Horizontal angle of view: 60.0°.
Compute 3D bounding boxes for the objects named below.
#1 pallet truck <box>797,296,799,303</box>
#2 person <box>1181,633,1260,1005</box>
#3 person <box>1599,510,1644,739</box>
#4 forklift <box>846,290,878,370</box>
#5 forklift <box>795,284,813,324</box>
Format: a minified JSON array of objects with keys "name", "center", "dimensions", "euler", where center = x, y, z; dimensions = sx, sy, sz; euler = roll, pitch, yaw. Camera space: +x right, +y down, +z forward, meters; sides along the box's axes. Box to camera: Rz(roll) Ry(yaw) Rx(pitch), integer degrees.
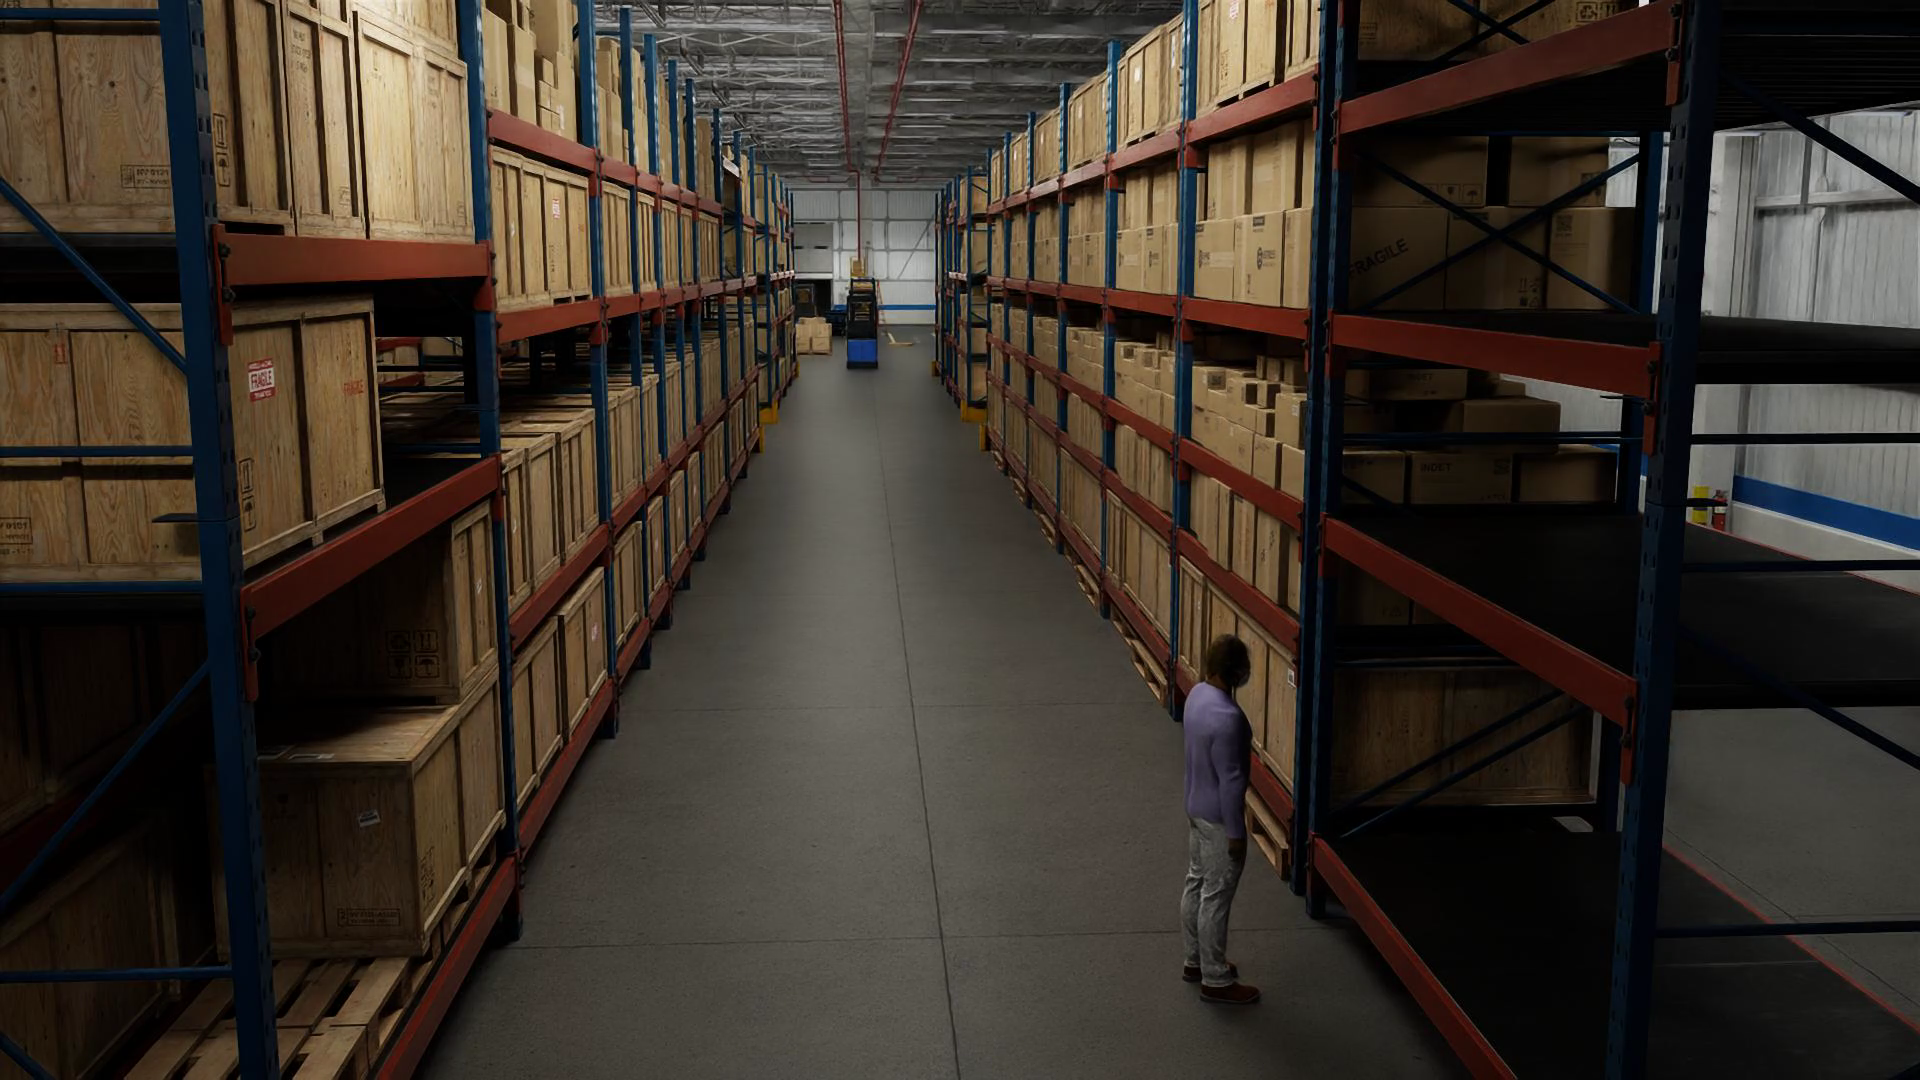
[{"name":"pallet truck","center":[-8.622,-12.439,91.403],"dimensions":[1.885,1.965,0.823],"euler":[2,10,13]},{"name":"person","center":[1.353,1.438,8.685],"dimensions":[0.372,1.940,0.632],"euler":[-2,10,-10]},{"name":"person","center":[5.243,0.695,13.159],"dimensions":[0.577,1.923,0.400],"euler":[0,10,2]},{"name":"forklift","center":[-3.489,-7.495,59.240],"dimensions":[1.129,2.768,1.873],"euler":[-1,10,-4]},{"name":"forklift","center":[-7.298,-10.501,77.197],"dimensions":[1.129,2.768,1.873],"euler":[-1,10,-4]}]
